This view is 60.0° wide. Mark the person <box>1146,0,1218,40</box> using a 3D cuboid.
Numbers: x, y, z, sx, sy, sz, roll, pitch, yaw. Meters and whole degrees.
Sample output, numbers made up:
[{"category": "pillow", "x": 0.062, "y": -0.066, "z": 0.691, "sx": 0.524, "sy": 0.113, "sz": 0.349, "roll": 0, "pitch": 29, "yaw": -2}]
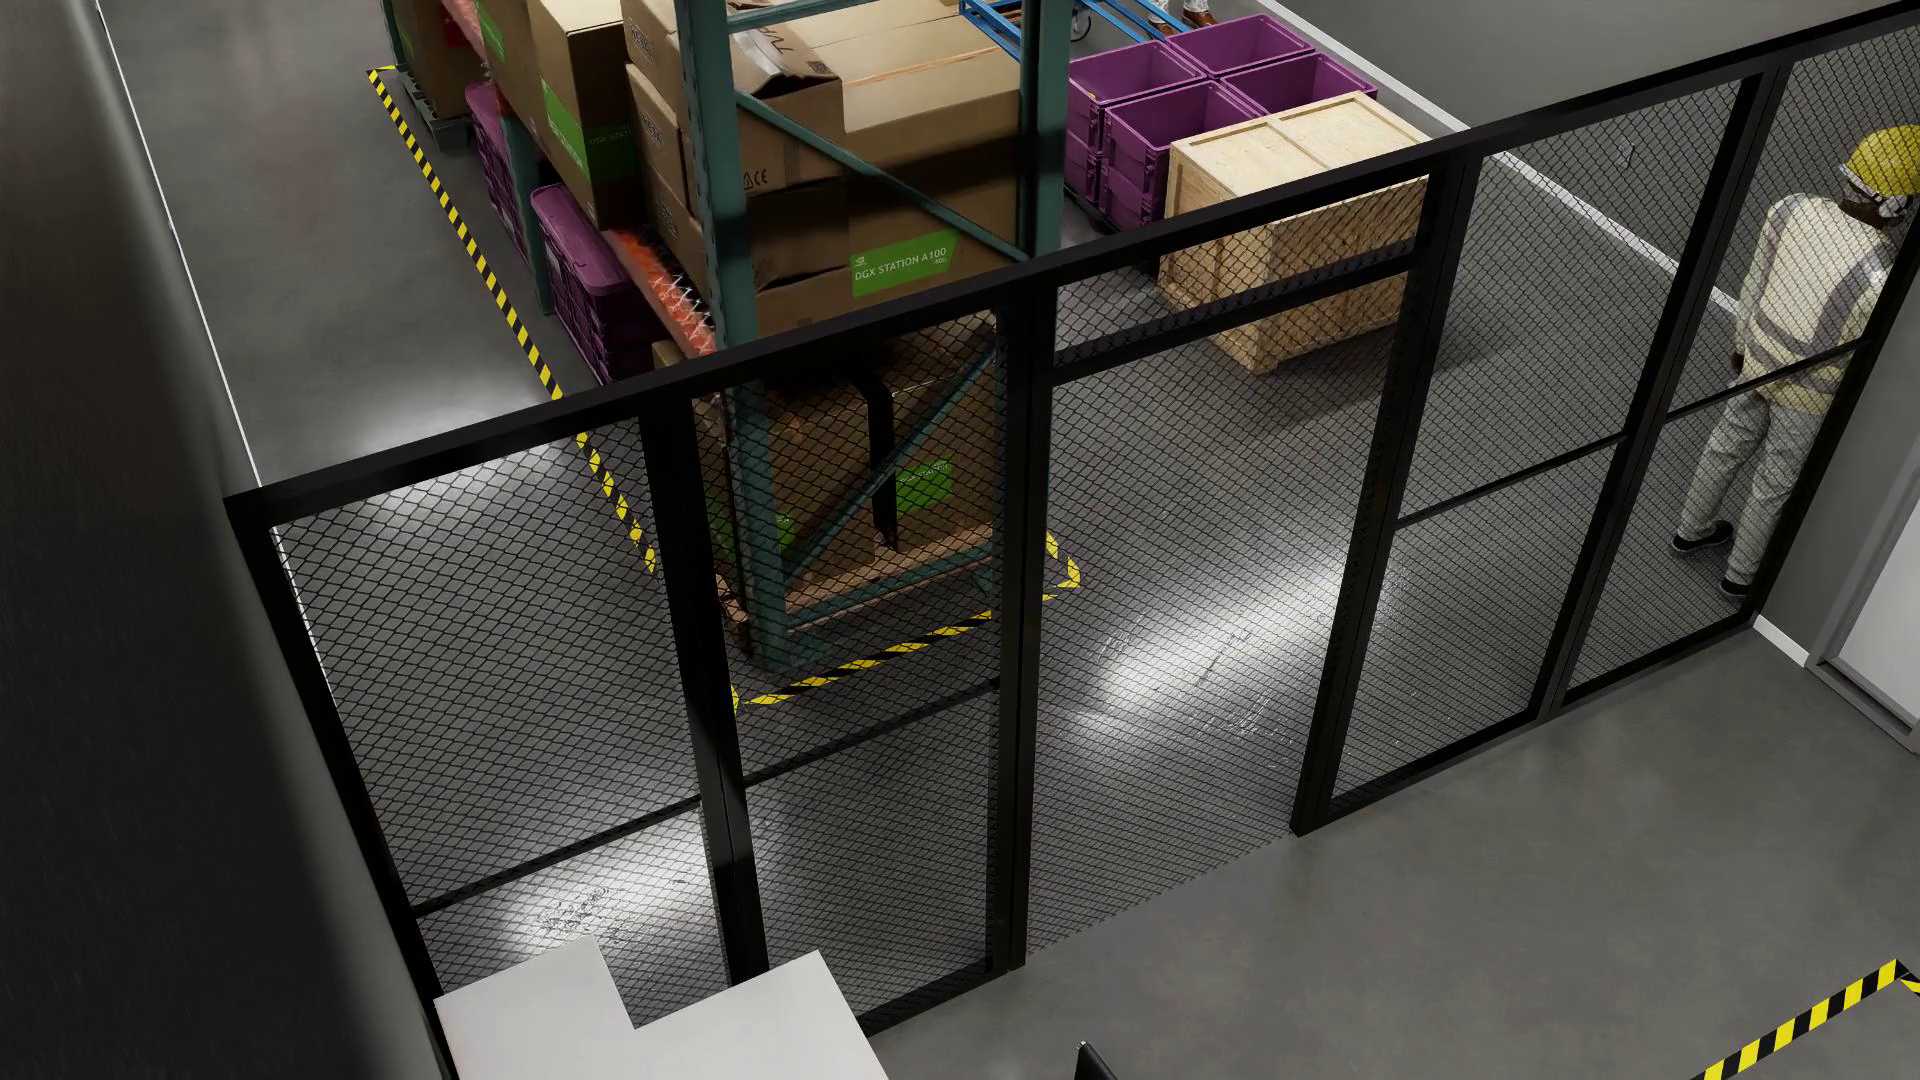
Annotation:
[{"category": "person", "x": 1.272, "y": -3.623, "z": 8.908, "sx": 0.635, "sy": 1.938, "sz": 0.361, "roll": -22, "pitch": 47, "yaw": -22}]

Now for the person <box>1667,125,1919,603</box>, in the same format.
[{"category": "person", "x": 2.861, "y": -0.568, "z": 5.645, "sx": 0.404, "sy": 1.832, "sz": 0.597, "roll": -14, "pitch": 44, "yaw": -15}]
